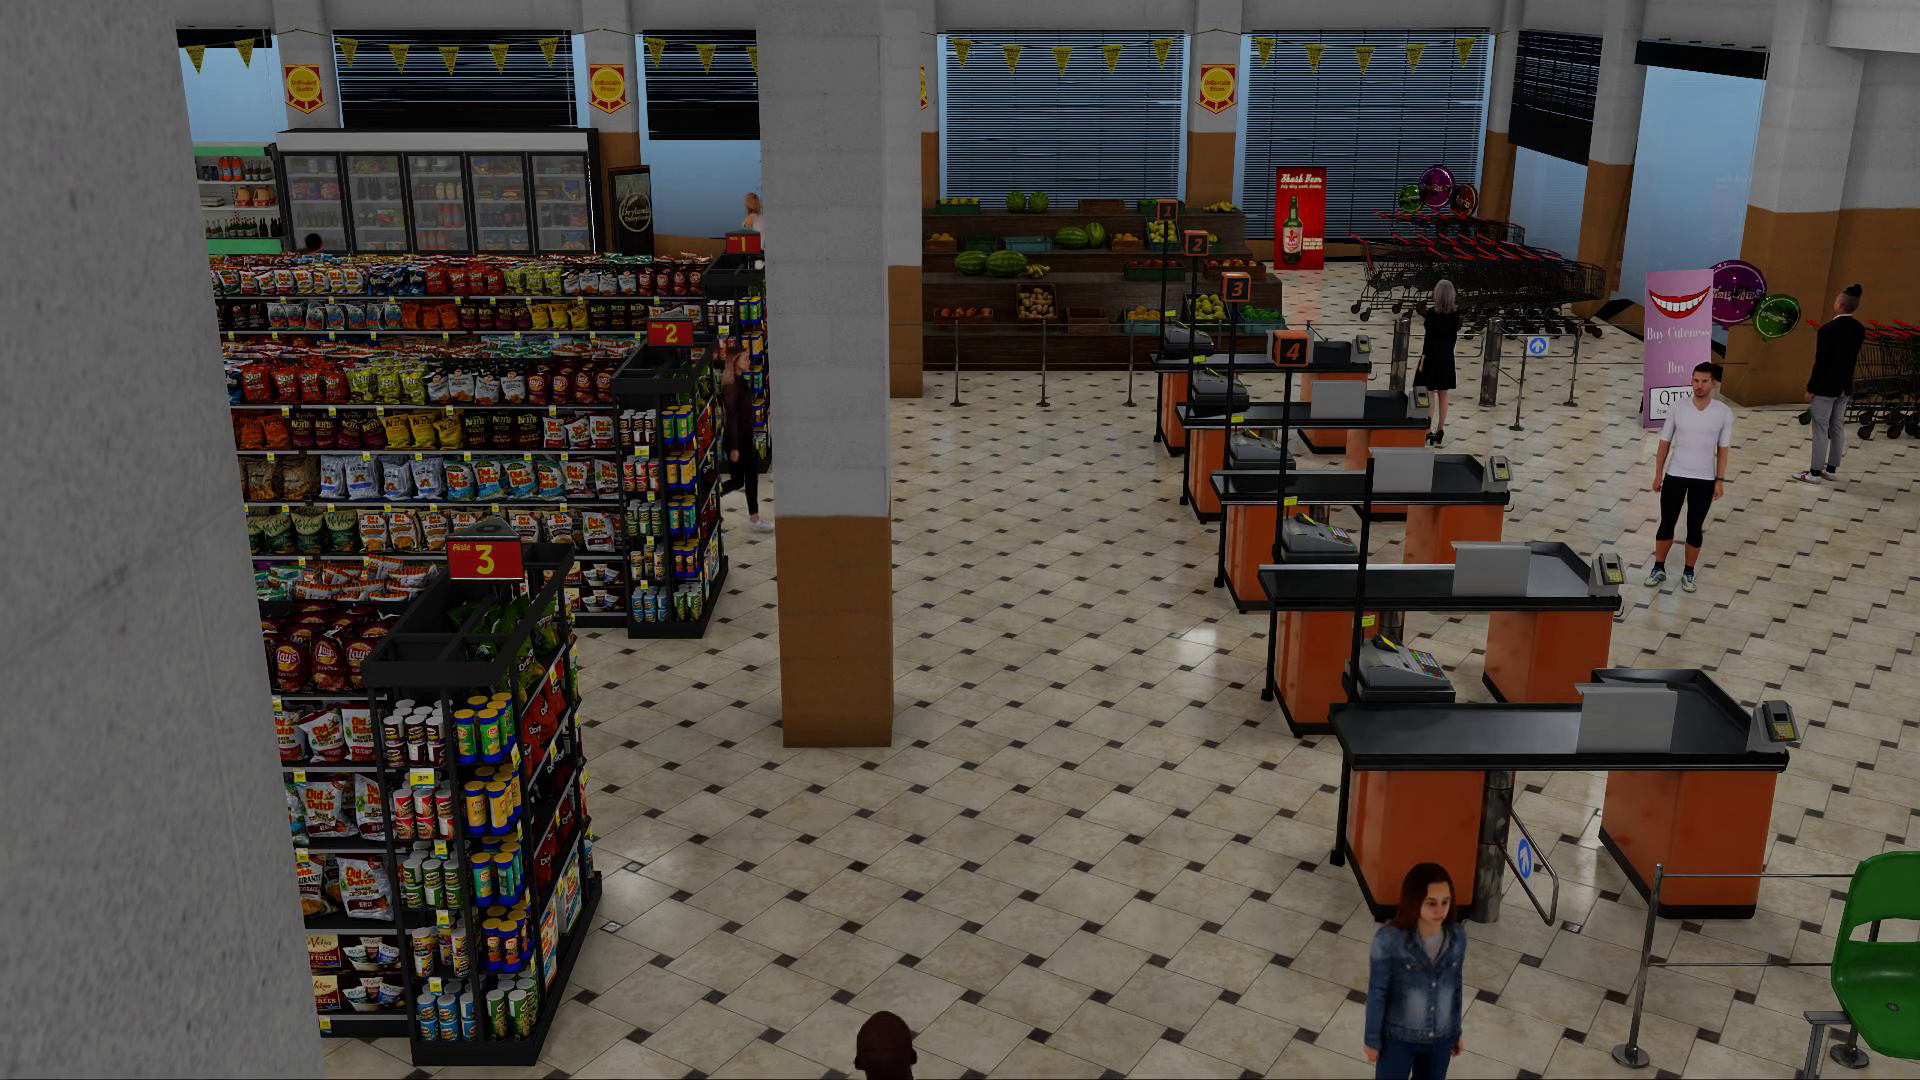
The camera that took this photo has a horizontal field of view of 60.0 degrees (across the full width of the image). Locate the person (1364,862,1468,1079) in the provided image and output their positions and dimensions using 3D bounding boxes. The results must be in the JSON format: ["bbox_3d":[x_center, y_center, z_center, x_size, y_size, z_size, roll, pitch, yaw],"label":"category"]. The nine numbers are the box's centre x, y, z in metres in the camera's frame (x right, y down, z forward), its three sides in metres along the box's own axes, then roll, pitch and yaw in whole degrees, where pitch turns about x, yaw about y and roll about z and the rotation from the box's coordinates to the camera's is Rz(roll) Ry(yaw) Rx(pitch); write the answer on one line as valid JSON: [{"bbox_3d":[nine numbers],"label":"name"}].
[{"bbox_3d":[1.796,1.941,6.578,0.503,1.476,0.673,-4,19,-12],"label":"person"}]

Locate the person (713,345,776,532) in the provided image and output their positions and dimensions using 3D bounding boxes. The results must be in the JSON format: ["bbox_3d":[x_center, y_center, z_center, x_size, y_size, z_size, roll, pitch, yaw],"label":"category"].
[{"bbox_3d":[-2.001,-0.866,14.572,0.979,1.688,0.702,2,19,7],"label":"person"}]

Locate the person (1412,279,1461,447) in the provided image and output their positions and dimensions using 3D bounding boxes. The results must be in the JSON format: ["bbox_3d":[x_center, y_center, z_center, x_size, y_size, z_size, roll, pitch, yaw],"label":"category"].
[{"bbox_3d":[5.007,-1.869,17.455,0.632,1.746,0.749,-8,20,-22],"label":"person"}]

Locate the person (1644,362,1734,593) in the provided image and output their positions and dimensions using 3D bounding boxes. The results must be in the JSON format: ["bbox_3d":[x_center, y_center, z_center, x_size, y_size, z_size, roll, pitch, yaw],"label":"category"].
[{"bbox_3d":[5.832,-0.516,13.279,0.662,1.851,0.813,9,21,25],"label":"person"}]

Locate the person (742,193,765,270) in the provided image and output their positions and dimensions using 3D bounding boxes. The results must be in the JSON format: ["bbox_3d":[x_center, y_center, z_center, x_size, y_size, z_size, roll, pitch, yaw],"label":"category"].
[{"bbox_3d":[-3.007,-4.342,24.971,1.072,1.629,0.747,3,19,10],"label":"person"}]

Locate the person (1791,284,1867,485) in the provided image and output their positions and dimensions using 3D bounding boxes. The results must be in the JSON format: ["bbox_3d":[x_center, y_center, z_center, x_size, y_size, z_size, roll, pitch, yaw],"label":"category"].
[{"bbox_3d":[8.453,-1.516,16.090,0.690,1.950,0.845,-8,20,-22],"label":"person"}]
